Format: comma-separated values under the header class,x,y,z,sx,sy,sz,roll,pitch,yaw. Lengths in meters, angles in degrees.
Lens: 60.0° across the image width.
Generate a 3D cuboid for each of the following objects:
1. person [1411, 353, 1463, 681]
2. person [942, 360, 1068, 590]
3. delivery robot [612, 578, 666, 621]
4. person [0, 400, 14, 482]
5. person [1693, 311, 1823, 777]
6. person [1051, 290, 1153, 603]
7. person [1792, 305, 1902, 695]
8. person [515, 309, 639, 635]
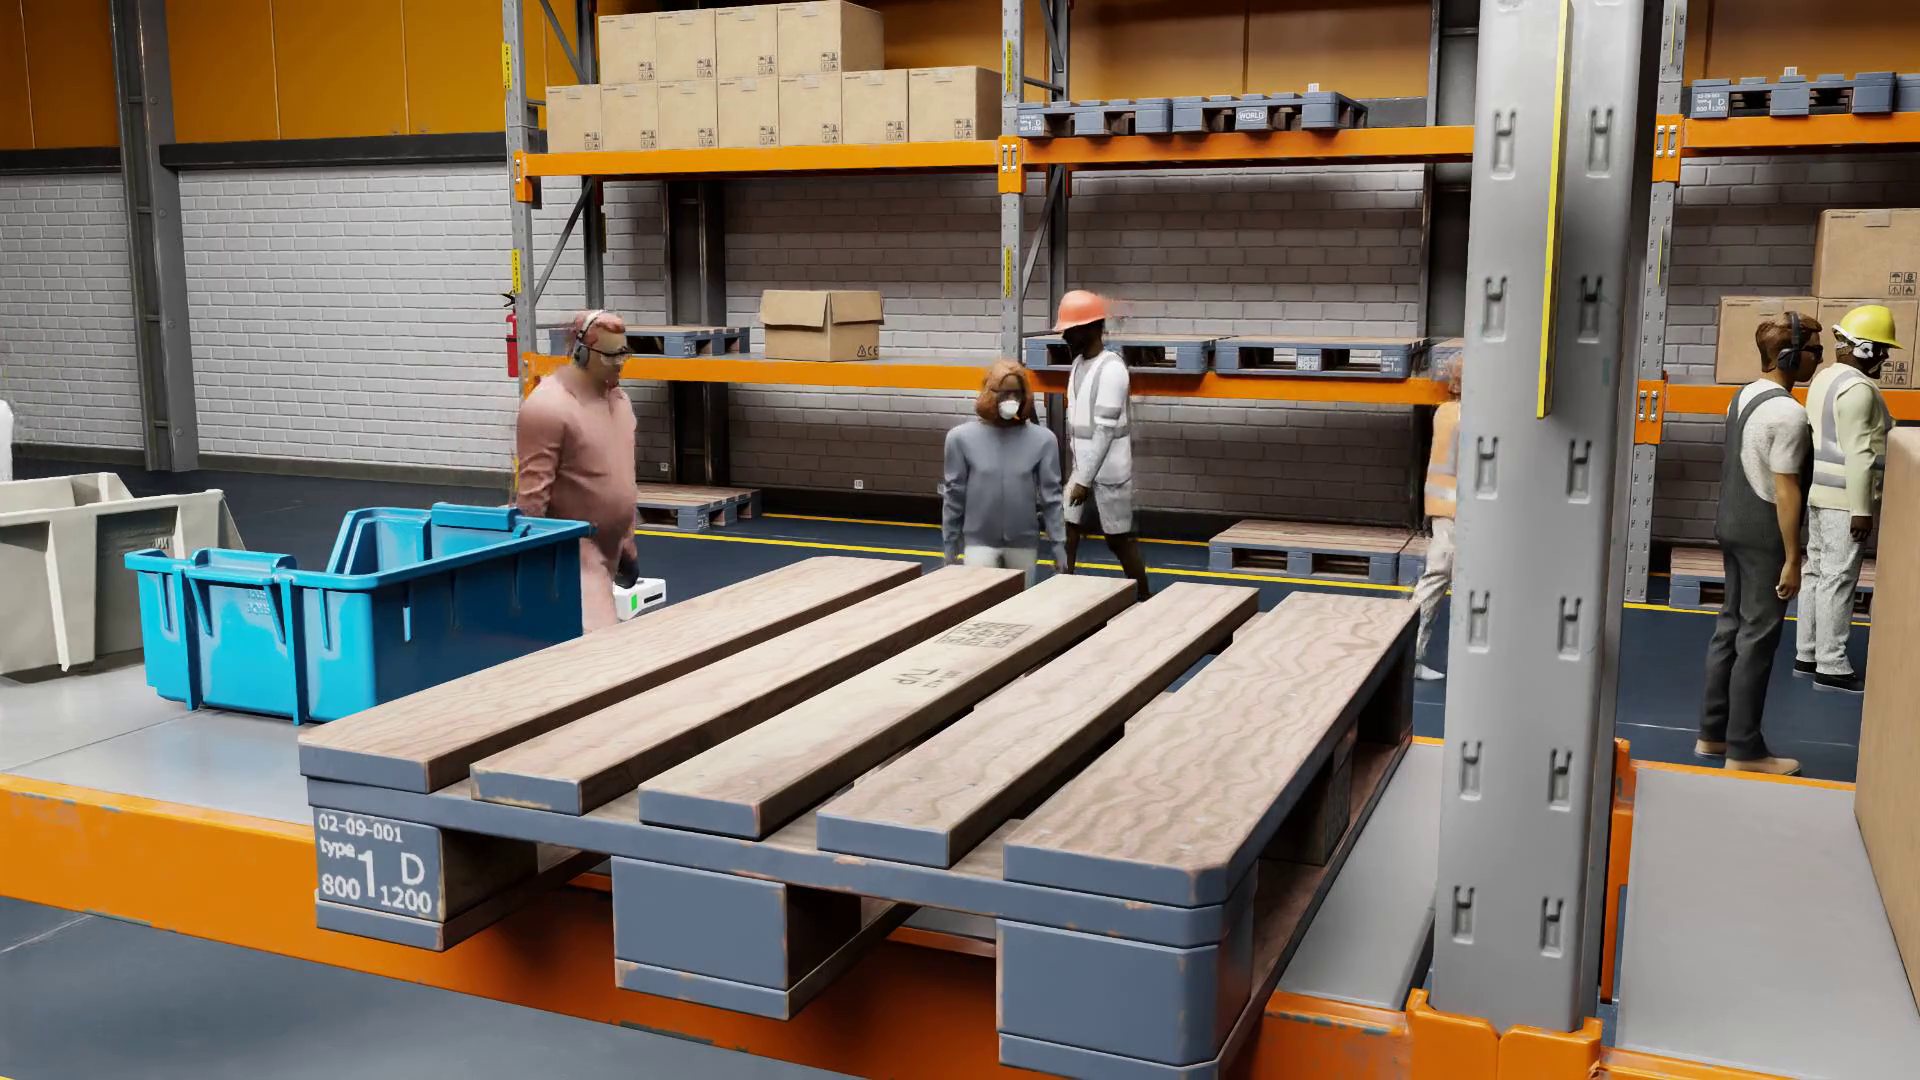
class,x,y,z,sx,sy,sz,roll,pitch,yaw
person,2.491,-0.105,8.021,0.843,1.594,0.532,0,9,-2
person,0.197,0.046,7.085,0.520,1.618,0.557,-2,10,-10
delivery robot,-1.861,0.300,8.437,0.707,0.478,0.477,4,10,20
person,-3.619,0.091,6.170,0.859,1.836,0.517,2,10,14
person,3.157,0.027,6.536,0.337,1.840,0.509,0,9,2
person,0.731,-0.382,8.868,0.865,1.885,0.565,-4,10,-25
person,4.205,-0.193,7.884,0.403,1.823,0.588,2,10,10
person,-1.523,0.025,6.558,0.792,1.891,0.702,3,10,16
